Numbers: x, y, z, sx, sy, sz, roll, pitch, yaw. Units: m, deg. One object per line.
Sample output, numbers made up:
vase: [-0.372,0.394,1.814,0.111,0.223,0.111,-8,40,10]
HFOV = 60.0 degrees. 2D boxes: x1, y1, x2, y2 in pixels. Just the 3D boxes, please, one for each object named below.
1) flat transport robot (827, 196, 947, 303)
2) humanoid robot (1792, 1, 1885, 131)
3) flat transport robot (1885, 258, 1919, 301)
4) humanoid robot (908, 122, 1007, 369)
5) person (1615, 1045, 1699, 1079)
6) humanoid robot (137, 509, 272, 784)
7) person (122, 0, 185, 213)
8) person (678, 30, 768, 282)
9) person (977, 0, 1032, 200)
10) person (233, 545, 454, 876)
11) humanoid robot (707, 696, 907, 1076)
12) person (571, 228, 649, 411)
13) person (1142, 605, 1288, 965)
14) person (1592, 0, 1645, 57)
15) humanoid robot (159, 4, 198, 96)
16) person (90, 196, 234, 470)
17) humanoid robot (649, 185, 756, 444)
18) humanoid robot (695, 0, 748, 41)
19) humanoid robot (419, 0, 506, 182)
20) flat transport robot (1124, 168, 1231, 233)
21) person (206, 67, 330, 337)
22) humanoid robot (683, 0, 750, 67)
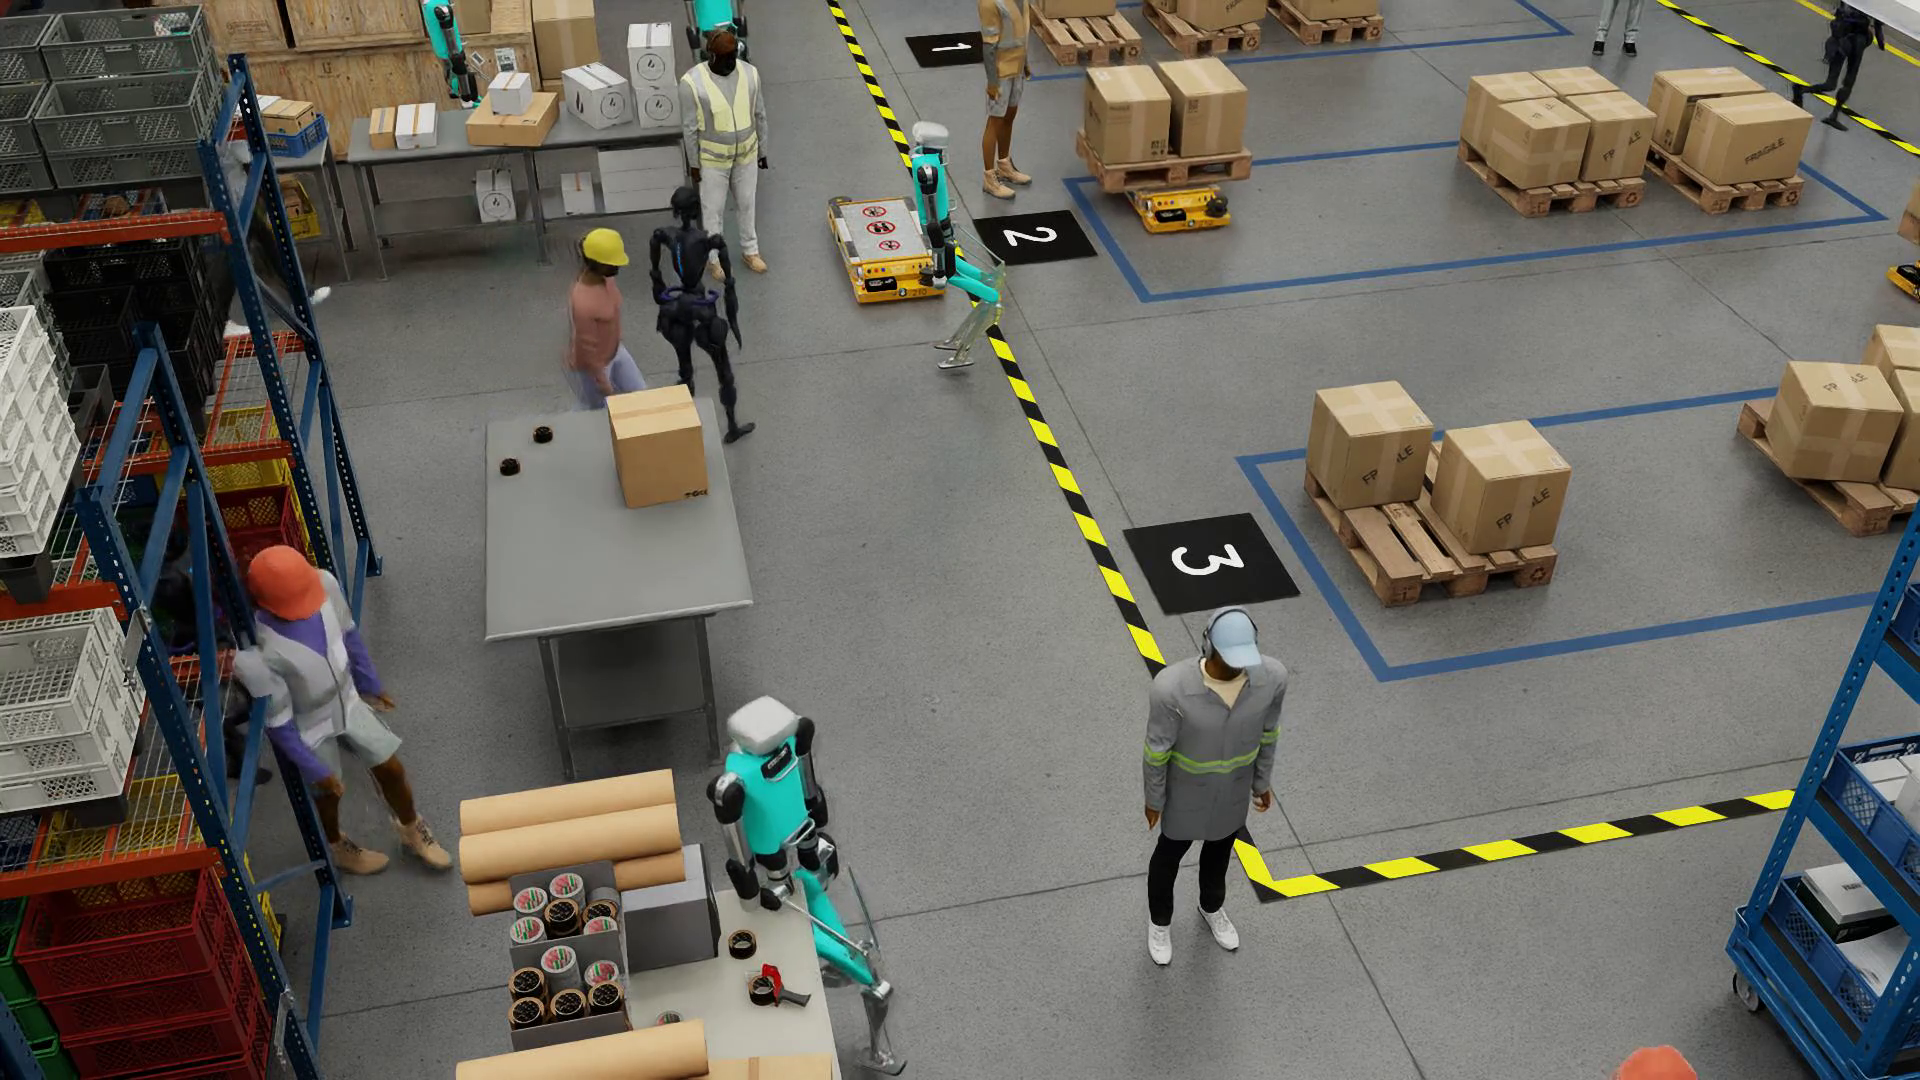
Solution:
flat transport robot: [-0.570,-2.220,12.538,0.659,0.231,1.431,-8,37,-10]
humanoid robot: [7.614,-4.369,14.254,0.601,1.645,0.522,-15,39,-19]
flat transport robot: [7.607,-1.926,12.119,1.431,0.197,0.652,-8,37,-10]
humanoid robot: [0.045,-1.900,10.761,0.735,1.681,0.533,-1,37,-1]
person: [1.910,2.283,5.108,0.636,1.910,0.562,-23,42,-28]
humanoid robot: [-3.541,0.501,7.703,0.425,1.637,0.588,9,38,12]
person: [-5.970,-3.436,12.814,0.710,1.890,0.600,-17,40,-21]
person: [-1.663,-2.765,11.963,0.629,1.835,0.429,-18,40,-23]
person: [0.389,-3.702,13.054,0.387,2.033,0.604,19,41,23]
person: [-2.653,0.789,7.056,0.731,1.990,0.641,14,39,18]
humanoid robot: [-0.474,1.442,6.439,1.031,1.775,0.531,21,41,26]
person: [-2.064,-1.052,9.735,0.487,1.723,0.548,8,37,11]
person: [1.030,1.015,6.863,0.588,1.853,0.371,-8,37,-11]
person: [6.345,-5.464,15.583,0.589,1.837,0.404,5,37,7]
humanoid robot: [-5.852,-3.068,12.420,0.702,1.758,0.560,-16,40,-21]
person: [-4.730,-1.166,9.800,0.346,1.846,0.506,24,43,29]
humanoid robot: [-1.616,-1.387,10.242,0.618,1.631,0.353,9,38,12]
humanoid robot: [-2.111,-4.645,14.666,0.539,1.897,0.724,-13,38,-16]
humanoid robot: [-3.811,-3.656,13.188,0.689,1.740,0.529,-19,41,-24]
flat transport robot: [1.636,-2.903,13.432,0.652,0.197,1.431,-8,37,-10]
person: [-4.929,-2.297,11.351,0.601,1.809,0.944,29,45,33]
humanoid robot: [-1.826,-3.765,13.428,0.535,1.833,0.748,-24,43,-29]
